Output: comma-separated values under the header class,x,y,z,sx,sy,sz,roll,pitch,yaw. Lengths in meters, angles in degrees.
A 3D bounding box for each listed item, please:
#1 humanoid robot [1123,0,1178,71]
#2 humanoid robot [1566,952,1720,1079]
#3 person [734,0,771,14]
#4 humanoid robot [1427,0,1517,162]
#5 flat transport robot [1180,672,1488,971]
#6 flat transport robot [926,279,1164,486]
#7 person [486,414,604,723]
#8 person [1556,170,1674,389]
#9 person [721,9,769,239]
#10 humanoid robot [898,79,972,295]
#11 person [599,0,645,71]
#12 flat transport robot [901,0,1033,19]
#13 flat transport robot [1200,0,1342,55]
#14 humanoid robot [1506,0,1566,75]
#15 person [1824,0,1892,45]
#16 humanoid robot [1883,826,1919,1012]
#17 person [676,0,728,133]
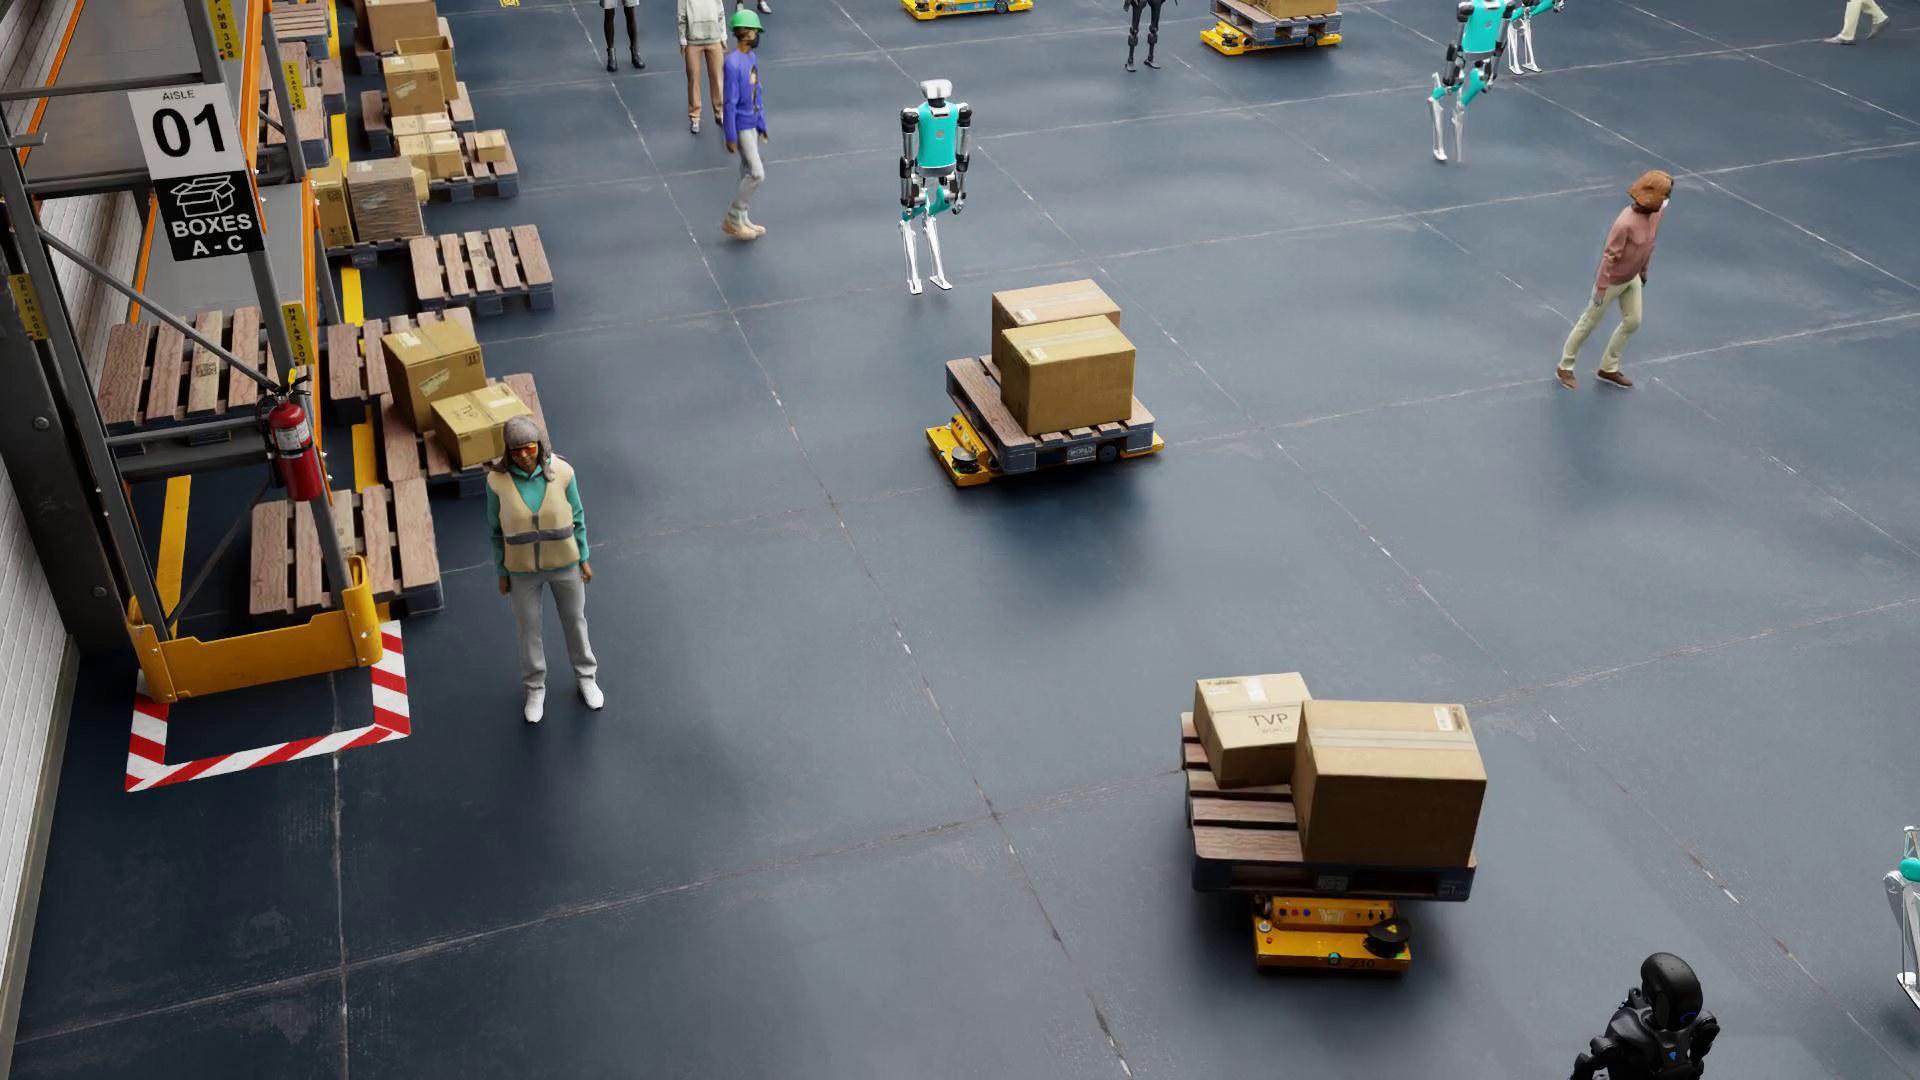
class,x,y,z,sx,sy,sz,roll,pitch,yaw
humanoid robot,1.992,-5.771,17.407,0.599,1.657,0.315,-11,35,-16
humanoid robot,2.179,1.980,5.520,0.599,1.657,0.315,-11,35,-16
person,-2.461,-7.052,19.142,0.556,1.943,0.416,-11,35,-16
humanoid robot,4.520,-4.215,15.029,0.530,1.817,0.782,-7,34,-11
flat transport robot,1.642,1.394,7.720,0.659,0.231,1.431,2,33,2
flat transport robot,0.555,-0.695,10.925,1.431,0.231,0.659,-11,35,-16
person,-2.090,0.130,8.339,0.467,1.709,0.365,-11,35,-16
person,4.502,-1.774,11.350,0.576,1.606,0.555,-23,40,-31
person,-1.756,-3.374,13.612,0.371,1.818,0.571,7,34,10
humanoid robot,-0.254,-2.711,12.550,0.533,1.677,0.735,-11,35,-16
person,-3.594,-5.899,17.380,0.550,1.935,0.369,-11,35,-16
flat transport robot,0.082,-6.384,19.650,1.431,0.231,0.659,-11,35,-16
flat transport robot,3.463,-5.636,18.502,1.431,0.231,0.659,-11,35,-16
humanoid robot,5.915,-5.673,17.090,0.533,1.681,0.735,-11,35,-16
person,9.990,-6.312,18.124,0.599,1.811,0.586,9,34,13
humanoid robot,4.103,1.156,6.620,0.533,1.677,0.735,-11,35,-16
person,-2.446,-4.733,15.828,0.466,1.676,0.364,-11,35,-16
